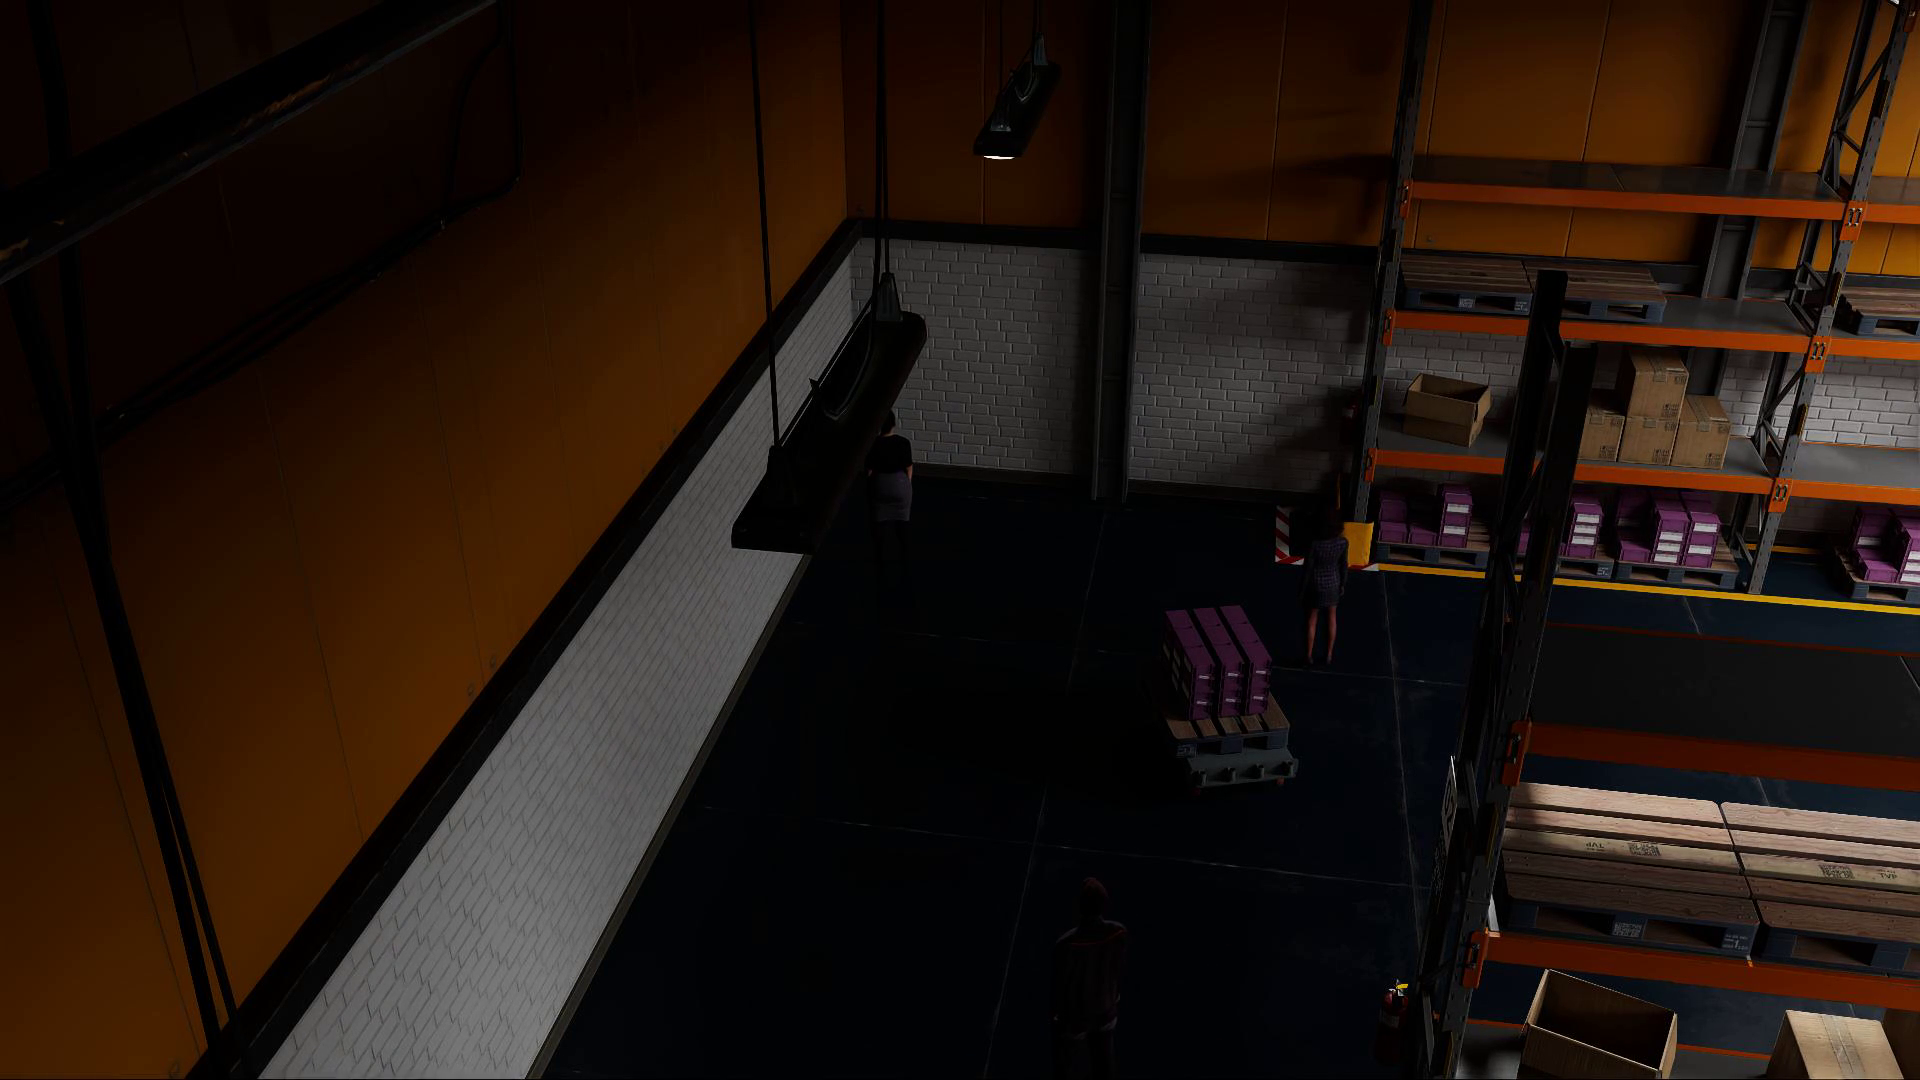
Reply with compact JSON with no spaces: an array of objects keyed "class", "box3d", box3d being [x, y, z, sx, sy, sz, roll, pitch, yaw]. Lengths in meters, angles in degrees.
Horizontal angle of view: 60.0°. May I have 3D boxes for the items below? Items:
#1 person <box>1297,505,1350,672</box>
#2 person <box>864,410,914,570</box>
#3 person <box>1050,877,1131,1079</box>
[{"class":"person","box3d":[3.351,0.456,15.397,0.603,1.698,0.747,-6,29,-10]},{"class":"person","box3d":[-0.730,-0.522,17.125,0.603,1.760,0.758,1,29,1]},{"class":"person","box3d":[0.800,2.954,10.597,0.723,1.909,0.838,-11,30,-19]}]
